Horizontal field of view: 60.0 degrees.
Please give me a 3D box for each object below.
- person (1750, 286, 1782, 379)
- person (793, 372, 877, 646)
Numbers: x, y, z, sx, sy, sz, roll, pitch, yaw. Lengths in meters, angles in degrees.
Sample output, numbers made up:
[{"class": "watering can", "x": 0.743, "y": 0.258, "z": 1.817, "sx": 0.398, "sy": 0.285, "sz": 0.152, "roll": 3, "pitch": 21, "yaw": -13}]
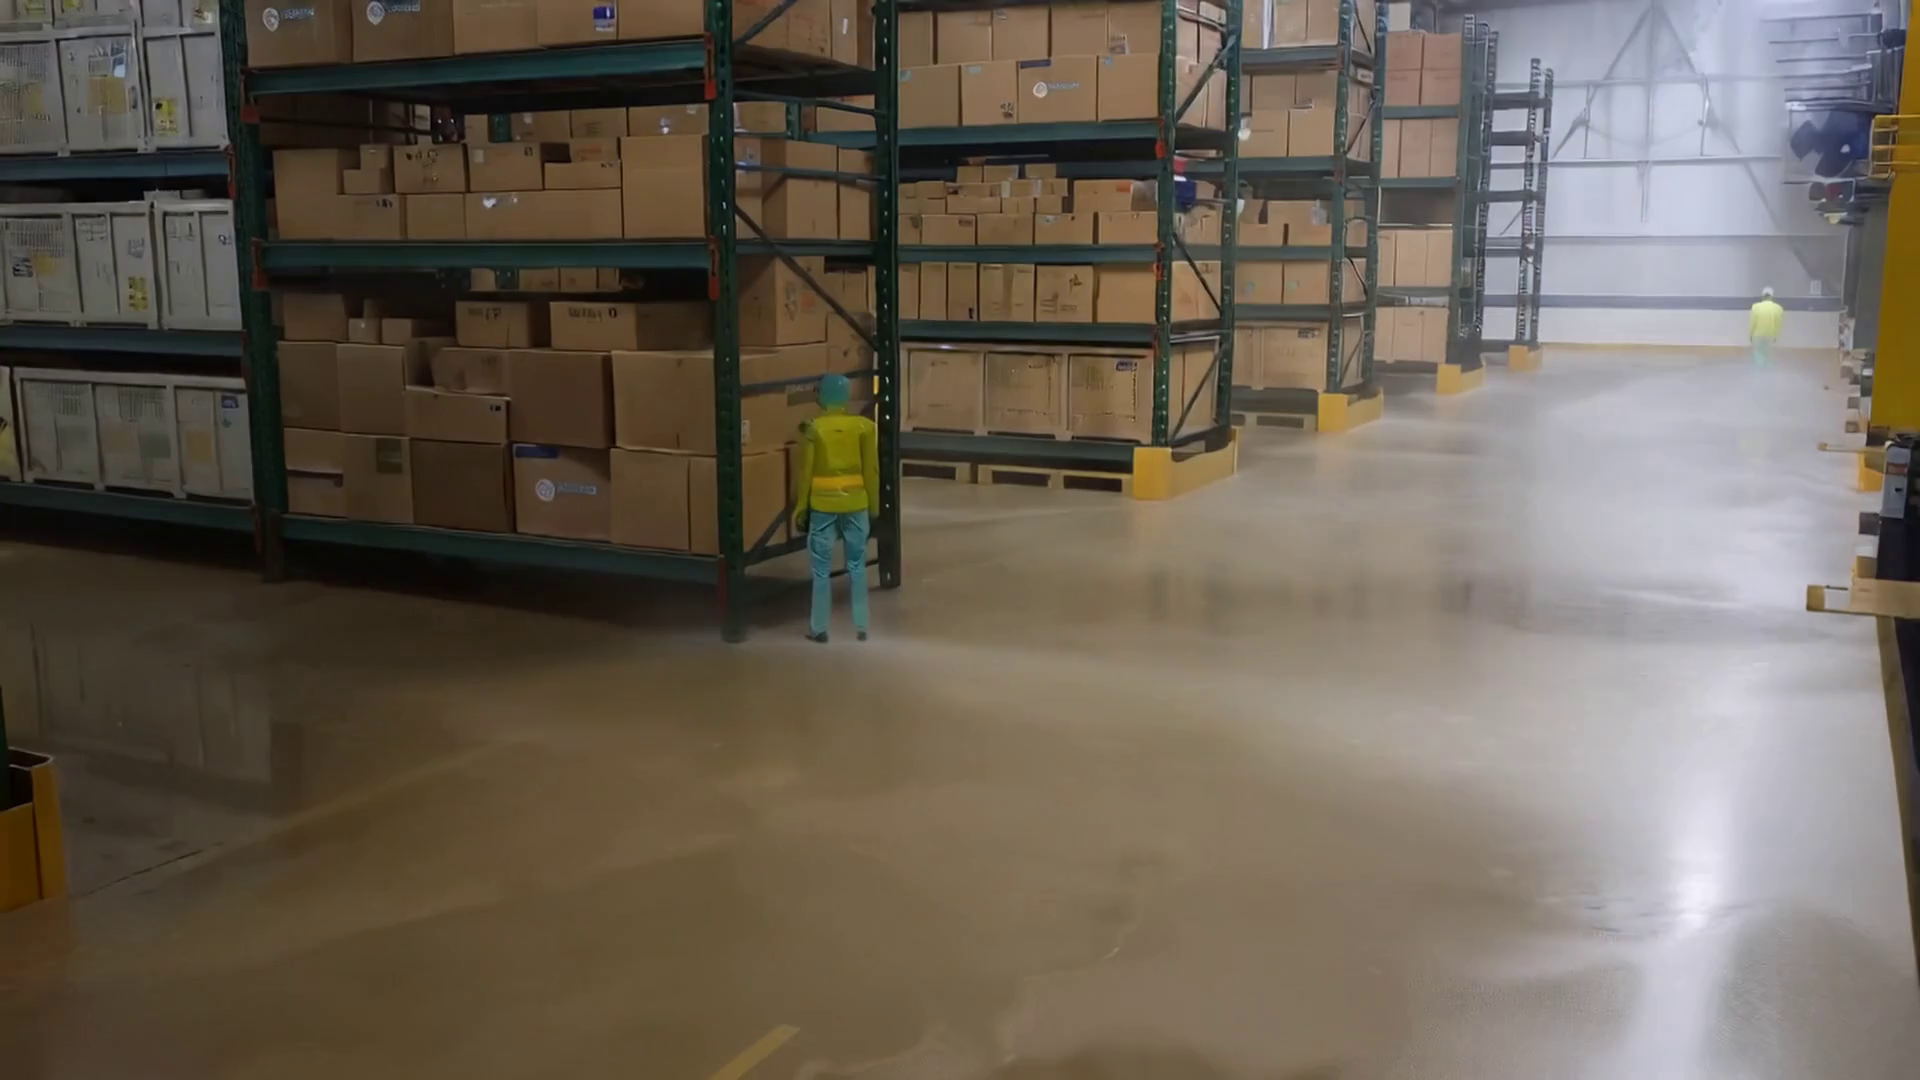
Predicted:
[{"class": "person", "x": 14.839, "y": -3.813, "z": 30.671, "sx": 0.564, "sy": 1.724, "sz": 0.421, "roll": 0, "pitch": 10, "yaw": 2}, {"class": "person", "x": -0.735, "y": -0.176, "z": 9.884, "sx": 0.521, "sy": 1.633, "sz": 0.316, "roll": -4, "pitch": 11, "yaw": -21}]
